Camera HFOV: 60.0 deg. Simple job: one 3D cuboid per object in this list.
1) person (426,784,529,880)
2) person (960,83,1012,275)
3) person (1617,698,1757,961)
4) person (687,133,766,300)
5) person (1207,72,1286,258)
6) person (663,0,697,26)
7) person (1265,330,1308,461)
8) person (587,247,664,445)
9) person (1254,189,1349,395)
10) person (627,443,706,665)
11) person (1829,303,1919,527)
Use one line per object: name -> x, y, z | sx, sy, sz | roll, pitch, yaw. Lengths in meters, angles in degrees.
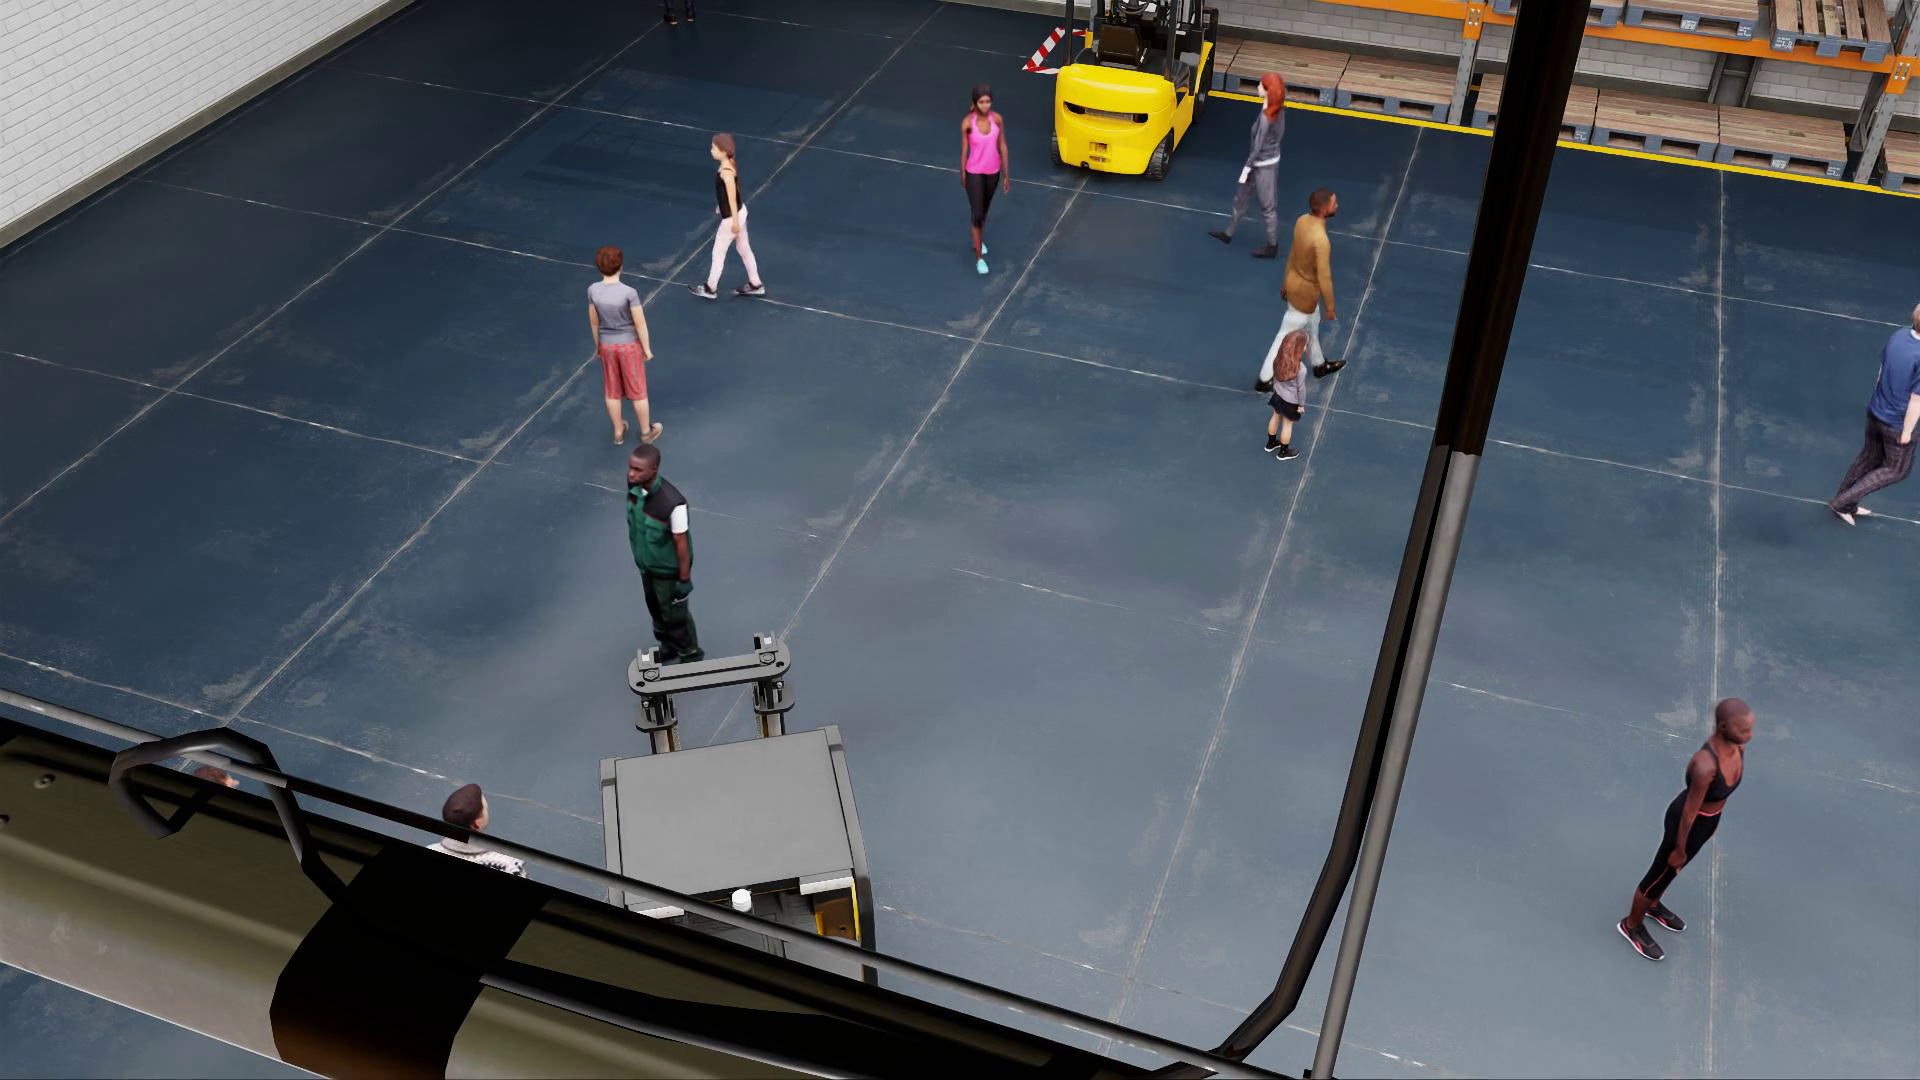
person -> -2.313, 1.939, 8.254 | 0.592, 1.859, 0.792 | 5, 39, 6
person -> 0.180, -3.333, 14.988 | 0.947, 1.695, 0.959 | -12, 40, -15
person -> 3.900, 1.502, 8.882 | 0.670, 1.760, 0.668 | -32, 48, -33
person -> -1.909, -2.790, 14.435 | 0.948, 1.536, 0.698 | 2, 39, 2
person -> 2.810, -3.322, 14.925 | 0.892, 1.756, 0.605 | 13, 40, 16
person -> -3.372, -6.975, 19.410 | 0.710, 1.868, 0.785 | -12, 40, -15
person -> 2.501, -1.125, 12.695 | 0.601, 1.106, 0.524 | -21, 43, -24
person -> -2.594, -1.465, 12.686 | 0.520, 1.649, 0.696 | 5, 39, 7
person -> 2.623, -1.923, 13.153 | 1.170, 1.781, 0.989 | -7, 39, -8
person -> -1.875, 0.131, 10.538 | 0.833, 1.835, 0.709 | -29, 47, -31
person -> 6.515, -0.856, 11.755 | 0.851, 1.857, 0.810 | -4, 39, -5
